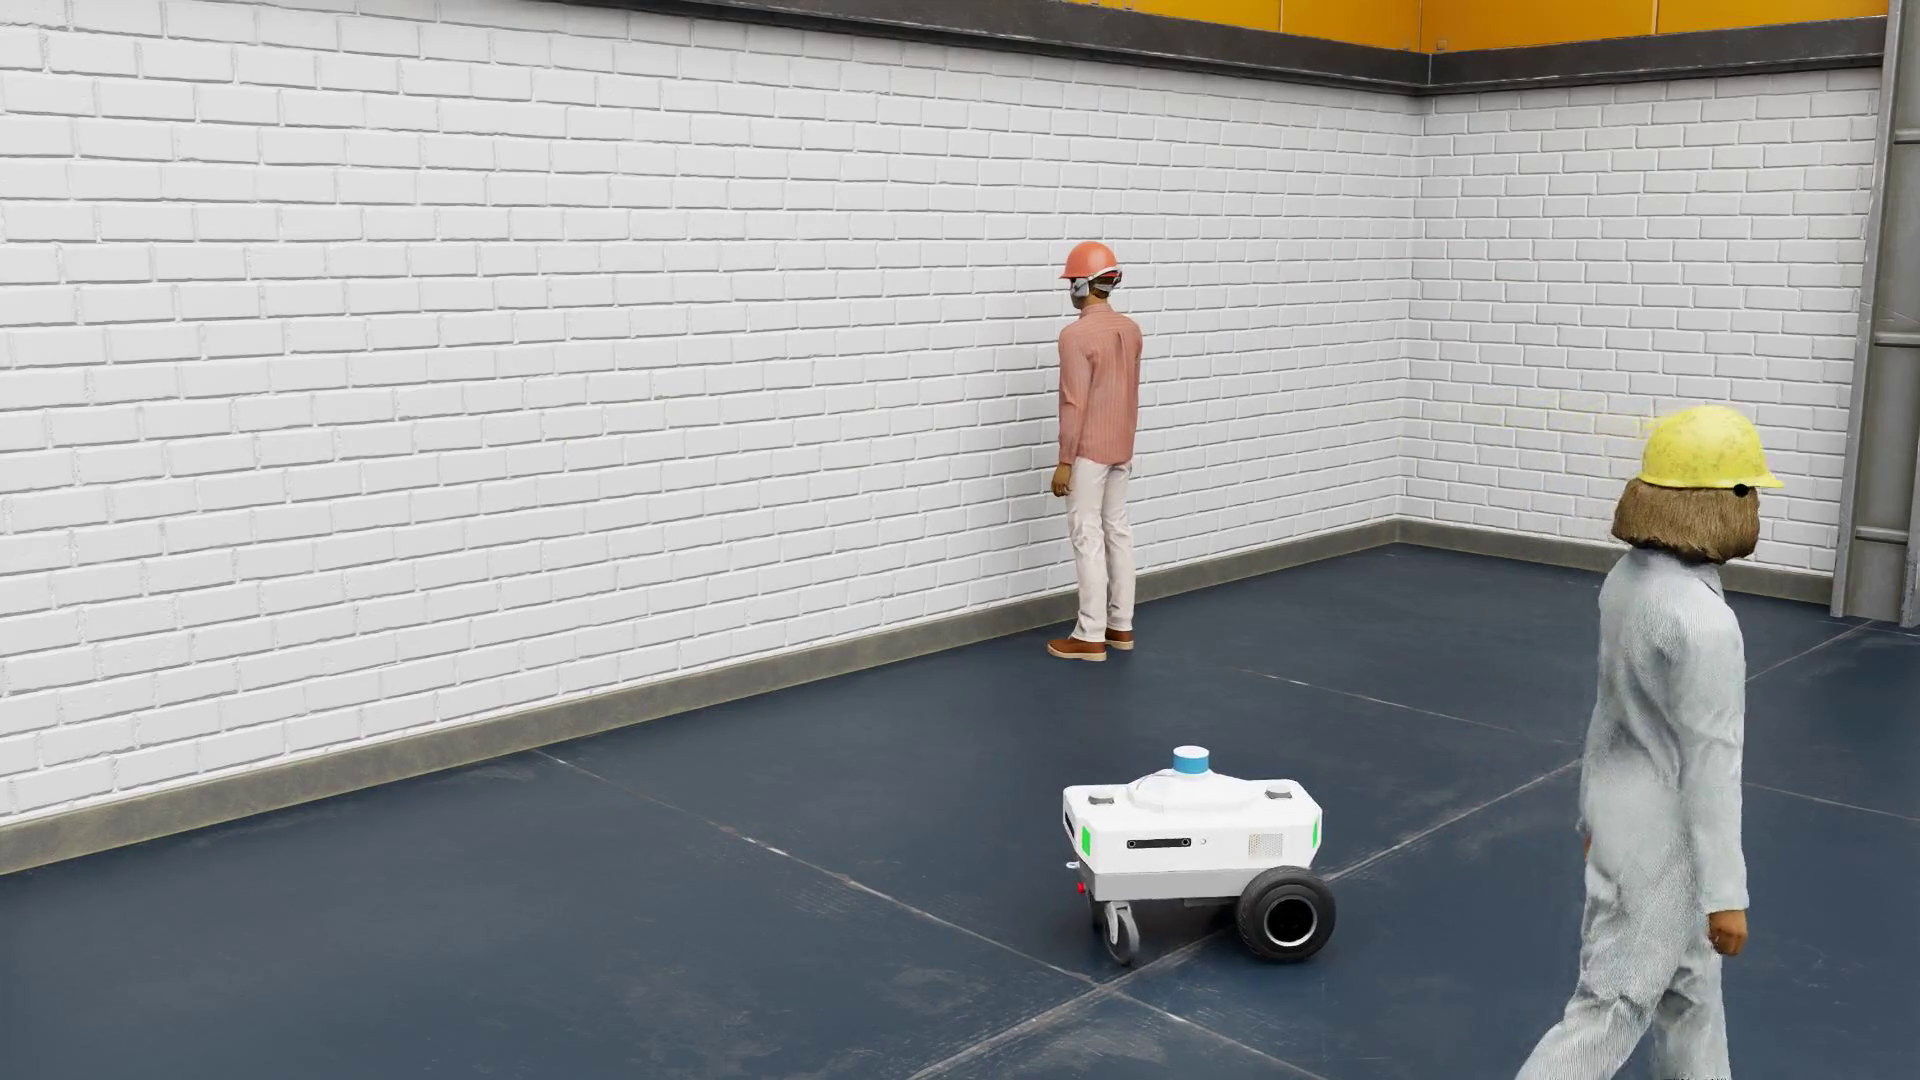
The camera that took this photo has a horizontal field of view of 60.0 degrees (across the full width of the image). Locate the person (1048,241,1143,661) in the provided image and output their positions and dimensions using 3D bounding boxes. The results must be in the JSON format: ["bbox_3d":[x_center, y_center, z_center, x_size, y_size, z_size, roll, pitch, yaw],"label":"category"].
[{"bbox_3d":[0.634,-0.422,7.972,0.396,1.992,0.623,8,13,37],"label":"person"}]

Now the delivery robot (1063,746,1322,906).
[{"bbox_3d":[0.657,0.837,4.780,0.707,0.478,0.477,-1,10,-5],"label":"delivery robot"}]

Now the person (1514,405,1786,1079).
[{"bbox_3d":[1.370,0.585,3.291,0.677,1.732,0.506,1,10,7],"label":"person"}]
